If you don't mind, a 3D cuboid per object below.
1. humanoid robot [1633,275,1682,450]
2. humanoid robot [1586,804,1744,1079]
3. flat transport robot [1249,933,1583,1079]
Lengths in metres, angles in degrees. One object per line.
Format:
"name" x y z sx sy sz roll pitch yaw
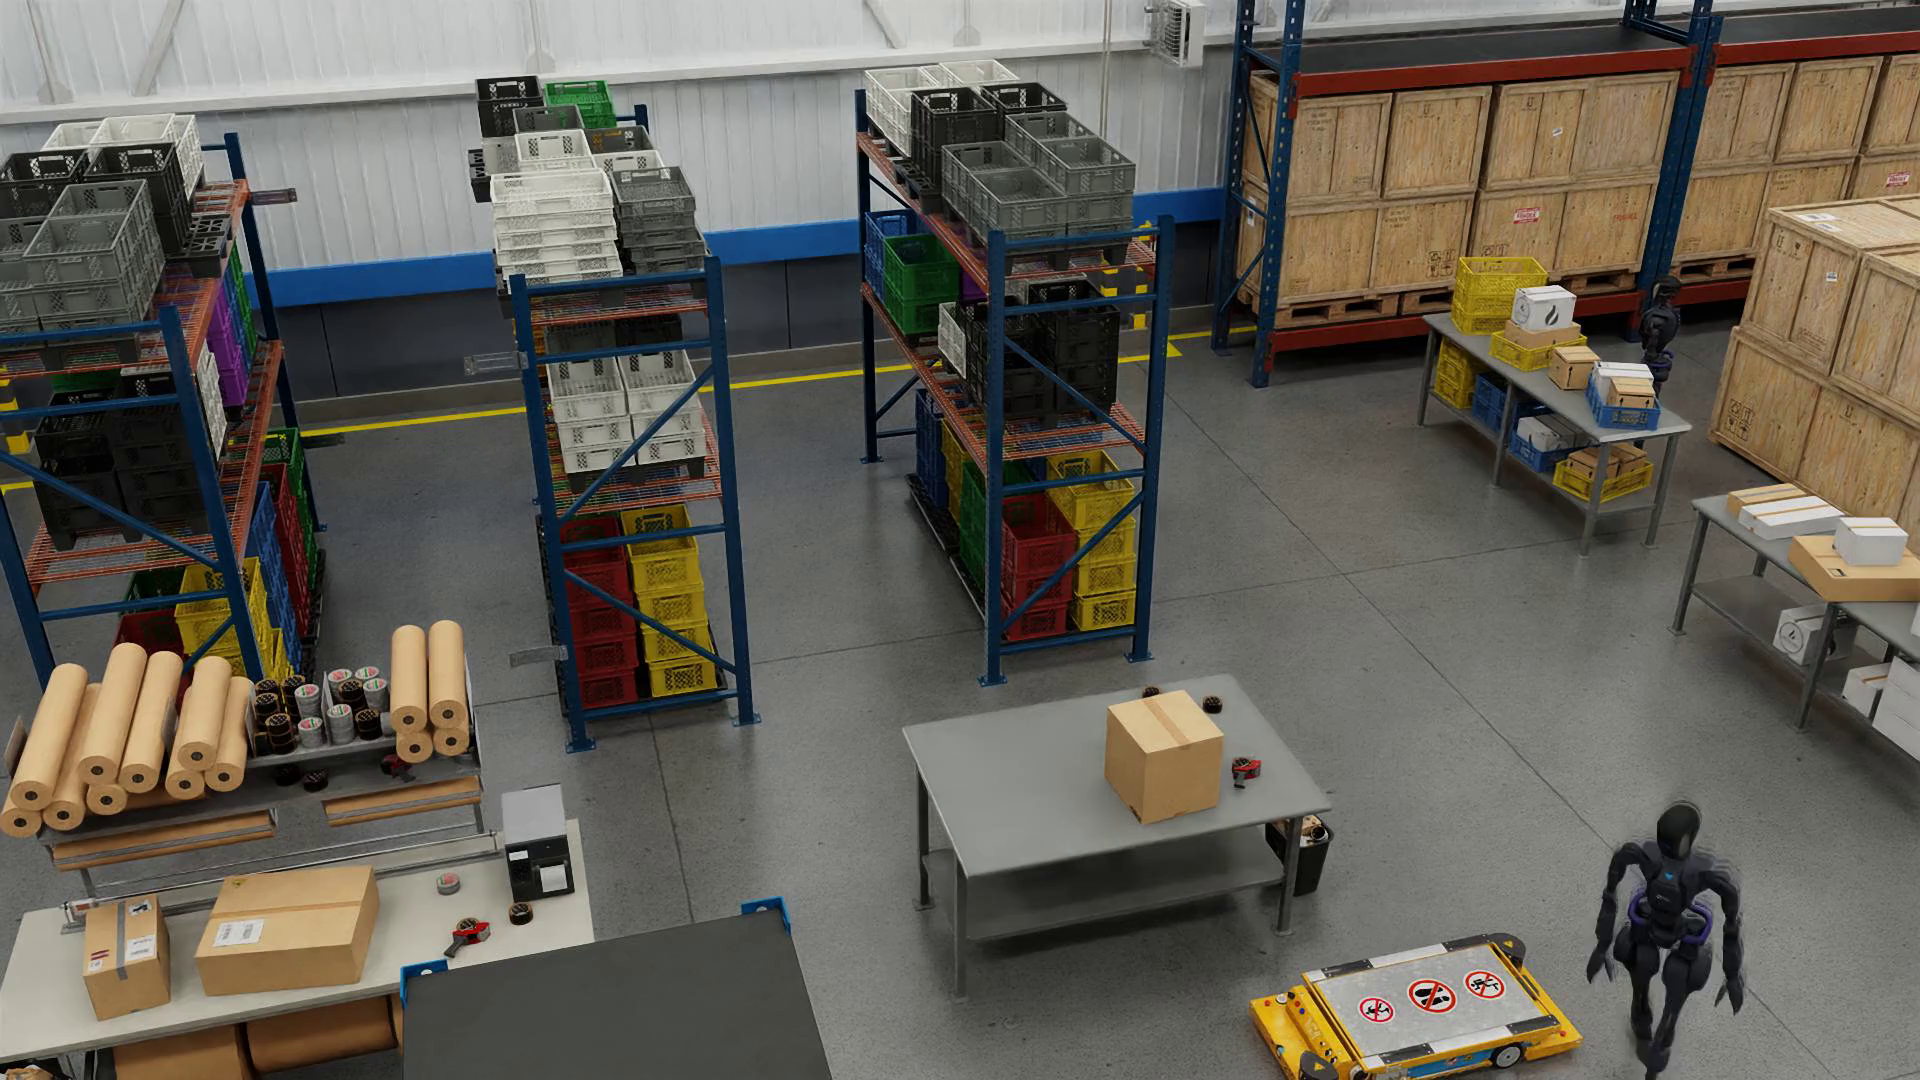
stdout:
"humanoid robot" 5.373 -1.279 13.012 0.318 1.657 0.603 14 32 23
"humanoid robot" 3.188 1.822 7.425 0.651 1.620 0.662 20 34 31
"flat transport robot" 2.184 2.282 7.980 1.431 0.197 0.652 -8 30 -14
